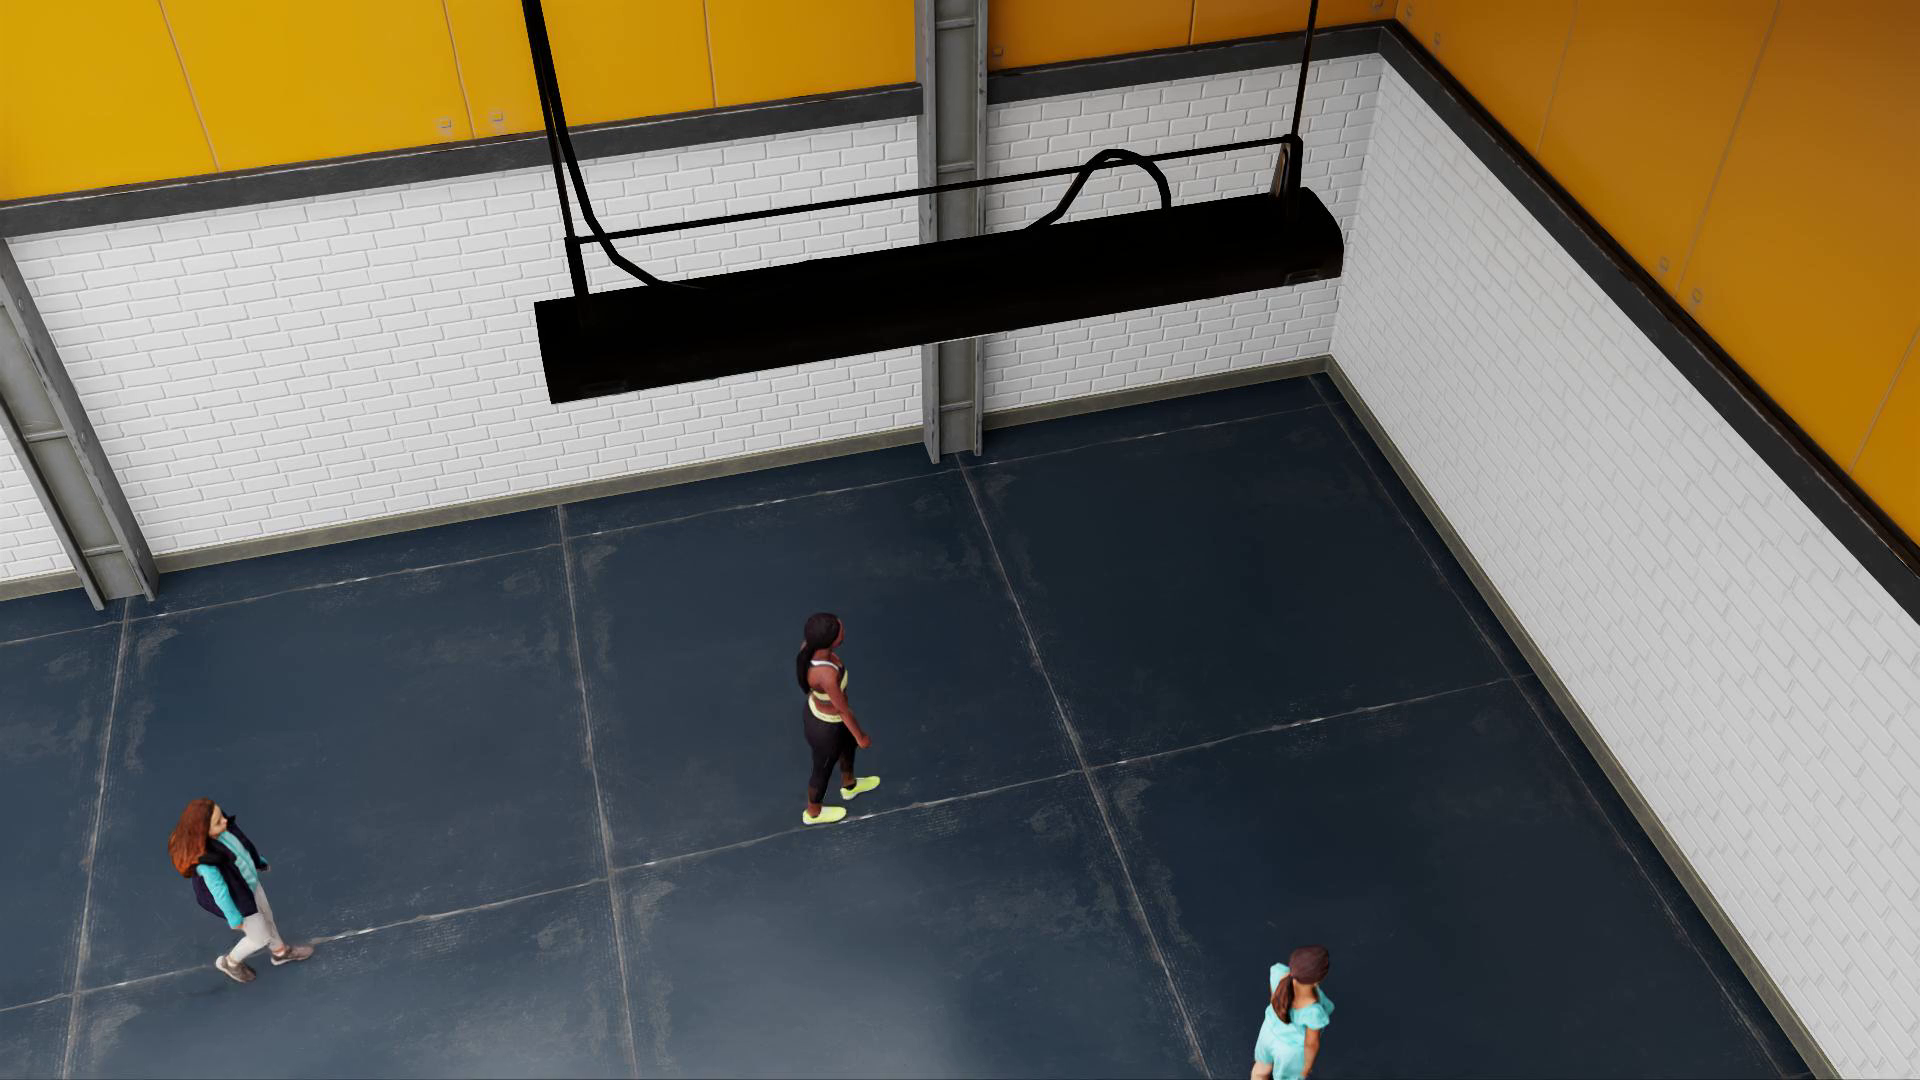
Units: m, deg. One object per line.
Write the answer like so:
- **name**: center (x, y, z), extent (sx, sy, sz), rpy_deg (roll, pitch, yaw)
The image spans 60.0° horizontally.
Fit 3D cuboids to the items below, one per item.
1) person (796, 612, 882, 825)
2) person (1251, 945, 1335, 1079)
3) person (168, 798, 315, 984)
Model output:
- **person**: center (-0.857, 1.097, 9.649), extent (0.737, 1.739, 0.564), rpy_deg (-12, 45, -12)
- **person**: center (1.642, 2.497, 8.310), extent (0.627, 1.560, 0.612), rpy_deg (-24, 49, -23)
- **person**: center (-3.961, 1.897, 8.988), extent (0.699, 1.493, 0.578), rpy_deg (-9, 44, -10)
